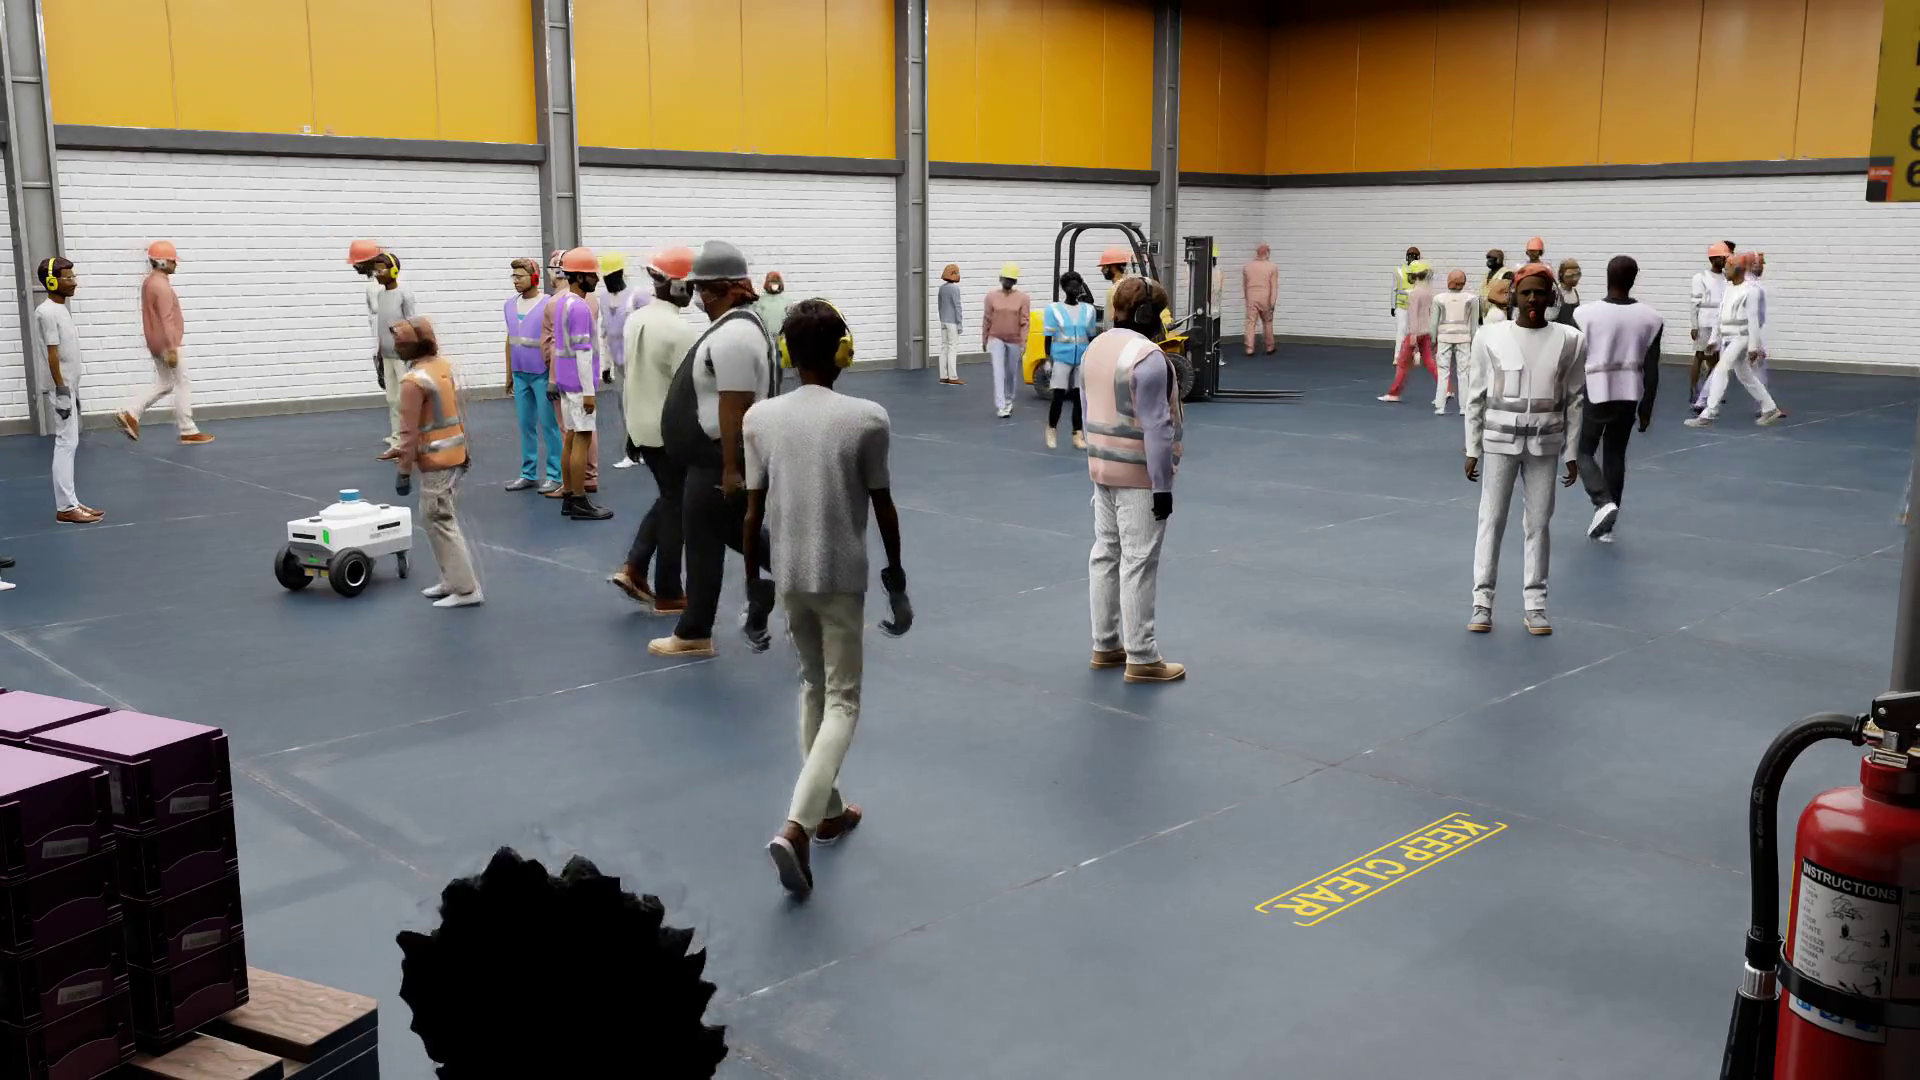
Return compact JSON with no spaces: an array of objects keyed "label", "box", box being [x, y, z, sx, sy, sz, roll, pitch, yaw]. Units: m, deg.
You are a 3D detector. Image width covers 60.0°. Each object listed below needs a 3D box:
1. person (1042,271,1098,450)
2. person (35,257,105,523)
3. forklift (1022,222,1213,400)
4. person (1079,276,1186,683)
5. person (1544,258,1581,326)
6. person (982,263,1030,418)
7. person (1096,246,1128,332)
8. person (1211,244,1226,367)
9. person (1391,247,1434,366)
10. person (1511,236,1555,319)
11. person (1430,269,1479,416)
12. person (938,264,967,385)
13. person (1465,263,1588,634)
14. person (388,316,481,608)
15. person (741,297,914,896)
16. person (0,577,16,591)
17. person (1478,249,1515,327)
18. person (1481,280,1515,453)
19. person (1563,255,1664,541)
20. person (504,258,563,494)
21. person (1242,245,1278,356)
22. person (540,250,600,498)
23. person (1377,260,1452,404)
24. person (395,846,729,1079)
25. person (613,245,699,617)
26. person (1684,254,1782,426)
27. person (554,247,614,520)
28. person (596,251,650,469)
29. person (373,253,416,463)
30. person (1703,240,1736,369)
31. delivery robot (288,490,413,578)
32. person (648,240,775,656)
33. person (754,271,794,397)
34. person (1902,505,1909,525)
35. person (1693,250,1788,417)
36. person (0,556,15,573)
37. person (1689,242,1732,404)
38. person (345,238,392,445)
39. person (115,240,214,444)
[{"label":"person","box":[1.060,-1.694,15.735,0.576,1.695,0.315,-3,11,-16]},{"label":"person","box":[-6.305,-1.052,11.745,0.321,1.871,0.532,-4,11,-22]},{"label":"forklift","box":[1.935,-2.847,20.651,2.313,2.155,1.214,2,11,13]},{"label":"person","box":[0.797,-0.274,7.603,0.429,1.838,0.622,-5,12,-26]},{"label":"person","box":[5.876,-1.847,16.279,0.527,1.788,0.906,-6,12,-31]},{"label":"person","box":[0.509,-2.236,18.614,0.528,1.716,0.850,0,10,0]},{"label":"person","box":[1.466,-1.816,15.766,0.459,1.917,0.570,4,11,21]},{"label":"person","box":[3.826,-3.646,25.877,0.604,1.888,0.969,-4,11,-22]},{"label":"person","box":[7.029,-3.636,25.917,0.637,1.841,0.429,3,11,18]},{"label":"person","box":[8.445,-3.463,24.527,0.612,2.014,0.914,9,14,41]},{"label":"person","box":[5.546,-2.210,18.687,0.515,1.641,0.314,3,11,18]},{"label":"person","box":[-0.118,-2.923,22.590,0.278,1.634,0.499,-6,12,-31]},{"label":"person","box":[2.861,-0.455,8.462,0.576,1.882,0.355,2,11,12]},{"label":"person","box":[-2.829,-0.404,8.937,0.429,1.596,0.574,0,10,-1]},{"label":"person","box":[-0.465,0.164,5.245,0.518,1.839,0.838,4,11,20]},{"label":"person","box":[-5.664,-0.517,9.458,0.307,1.641,0.513,-9,14,-41]},{"label":"person","box":[7.518,-3.179,23.466,0.484,1.825,0.662,-3,11,-15]},{"label":"person","box":[4.947,-1.578,15.298,0.483,1.615,0.517,2,11,12]},{"label":"person","box":[4.267,-0.910,10.899,0.606,1.895,0.536,0,10,1]},{"label":"person","box":[-3.343,-1.289,13.112,0.570,1.840,0.372,6,12,28]},{"label":"person","box":[5.077,-4.028,28.034,0.643,1.847,1.006,5,12,26]},{"label":"person","box":[-3.031,-1.275,12.863,0.409,1.908,0.639,2,11,11]},{"label":"person","box":[5.545,-2.500,20.036,0.888,1.725,0.539,9,13,39]},{"label":"person","box":[-0.227,0.981,1.173,0.539,1.676,0.663,5,12,27]},{"label":"person","box":[-1.532,-0.563,8.800,0.431,1.971,0.634,-9,14,-41]},{"label":"person","box":[8.285,-2.105,17.616,1.026,1.842,0.564,0,10,2]},{"label":"person","box":[-2.693,-1.112,11.893,0.375,1.935,0.551,-5,12,-26]},{"label":"person","box":[-2.865,-1.570,14.511,0.637,1.892,0.606,8,13,38]},{"label":"person","box":[-5.041,-1.620,14.861,0.535,1.864,0.309,8,13,36]},{"label":"person","box":[10.894,-3.320,23.874,0.621,1.951,0.597,-3,11,-14]},{"label":"delivery robot","box":[-3.510,-0.048,9.604,0.477,0.478,0.707,5,12,25]},{"label":"person","box":[-1.051,-0.452,8.009,0.870,2.000,0.691,0,10,-2]},{"label":"person","box":[-2.269,-2.489,20.318,0.504,1.605,0.747,-2,11,-13]},{"label":"person","box":[6.915,-0.948,11.130,1.013,1.887,0.647,9,14,40]},{"label":"person","box":[8.717,-2.283,18.514,0.978,1.863,0.643,-1,10,-5]},{"label":"person","box":[-5.904,-0.747,9.902,0.373,1.933,0.549,-2,11,-11]},{"label":"person","box":[9.031,-2.593,19.952,0.551,1.942,0.344,-2,11,-9]},{"label":"person","box":[-5.498,-1.883,15.951,0.656,1.990,0.660,-2,11,-13]},{"label":"person","box":[-7.692,-1.884,15.989,0.760,1.976,0.623,-9,14,-41]}]
